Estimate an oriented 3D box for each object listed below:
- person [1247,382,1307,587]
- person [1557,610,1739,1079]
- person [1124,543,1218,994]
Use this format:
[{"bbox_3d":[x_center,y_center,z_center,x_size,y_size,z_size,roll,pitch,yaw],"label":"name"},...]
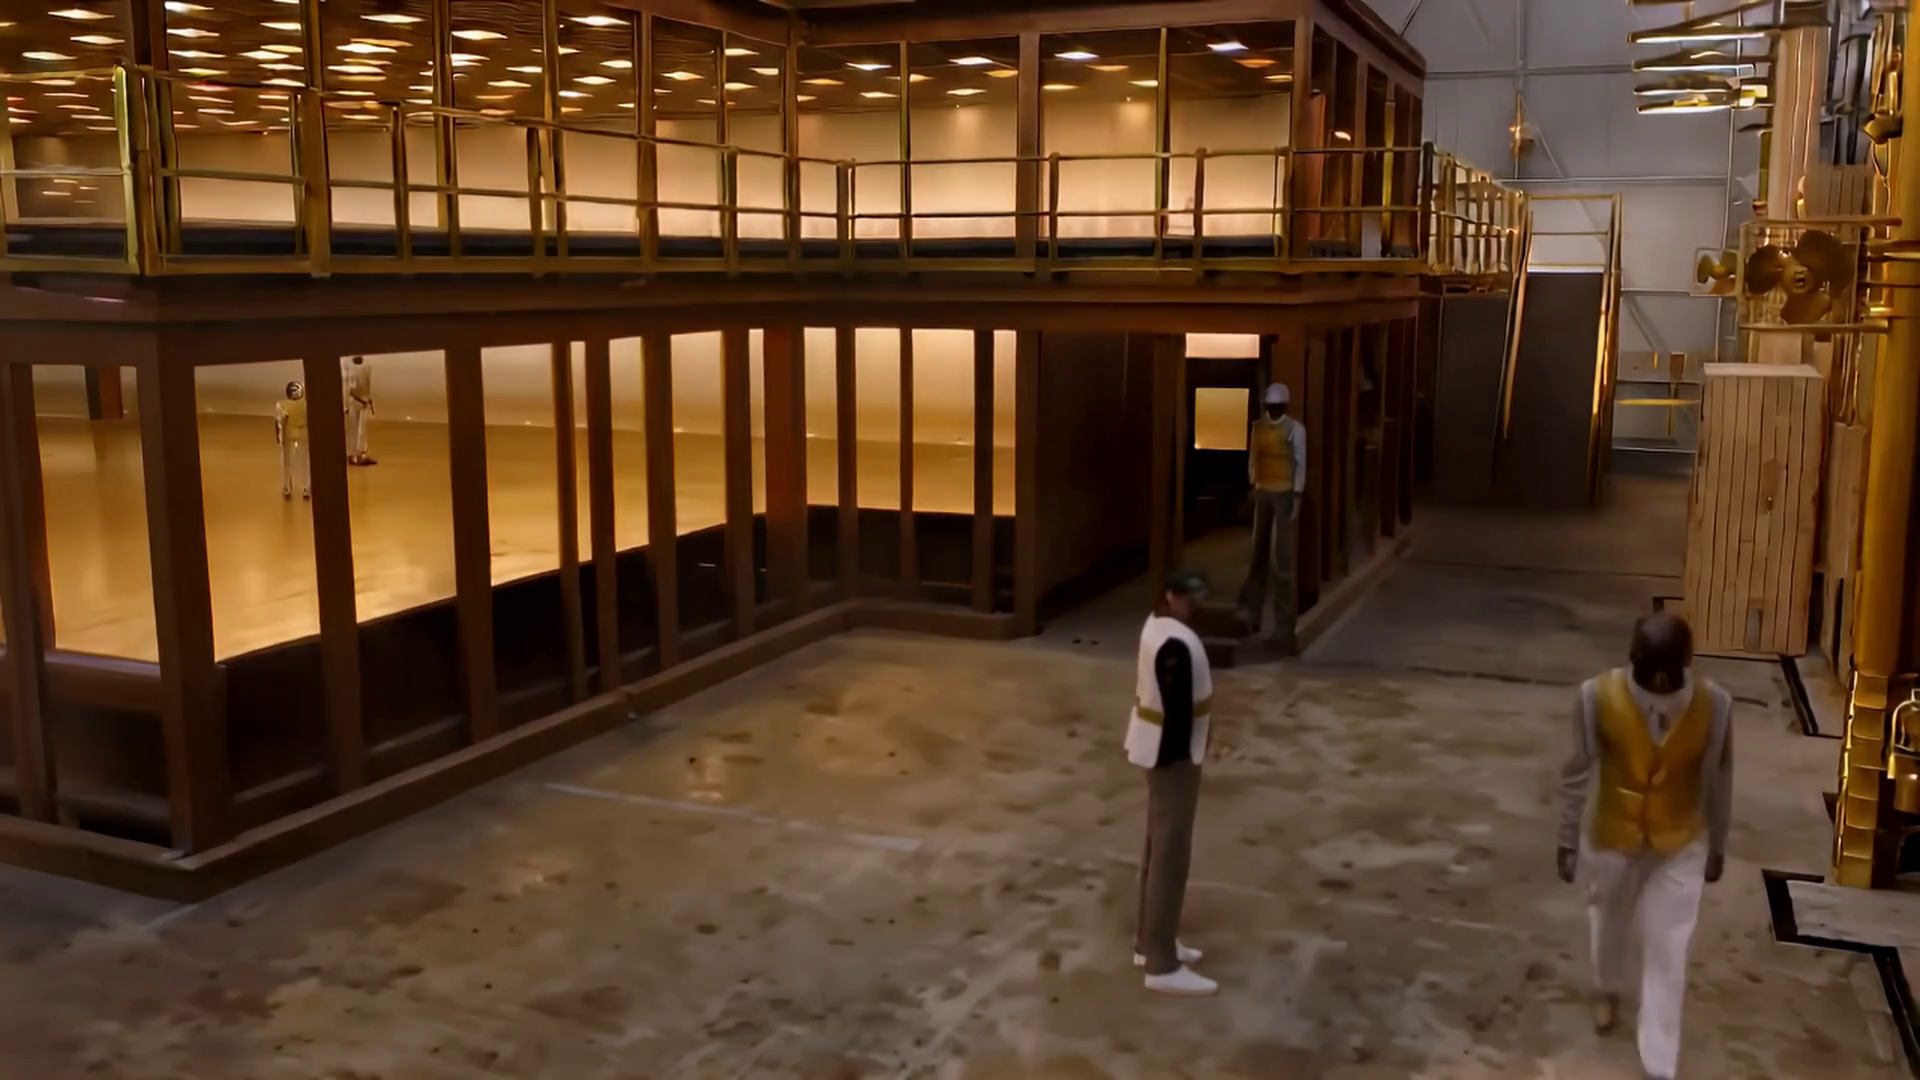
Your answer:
[{"bbox_3d":[3.058,-0.537,16.144,0.612,1.986,0.407,8,12,39],"label":"person"},{"bbox_3d":[2.625,1.143,6.390,0.636,1.799,0.985,3,10,17],"label":"person"},{"bbox_3d":[0.902,0.961,7.120,0.390,1.913,0.587,0,9,0],"label":"person"}]
